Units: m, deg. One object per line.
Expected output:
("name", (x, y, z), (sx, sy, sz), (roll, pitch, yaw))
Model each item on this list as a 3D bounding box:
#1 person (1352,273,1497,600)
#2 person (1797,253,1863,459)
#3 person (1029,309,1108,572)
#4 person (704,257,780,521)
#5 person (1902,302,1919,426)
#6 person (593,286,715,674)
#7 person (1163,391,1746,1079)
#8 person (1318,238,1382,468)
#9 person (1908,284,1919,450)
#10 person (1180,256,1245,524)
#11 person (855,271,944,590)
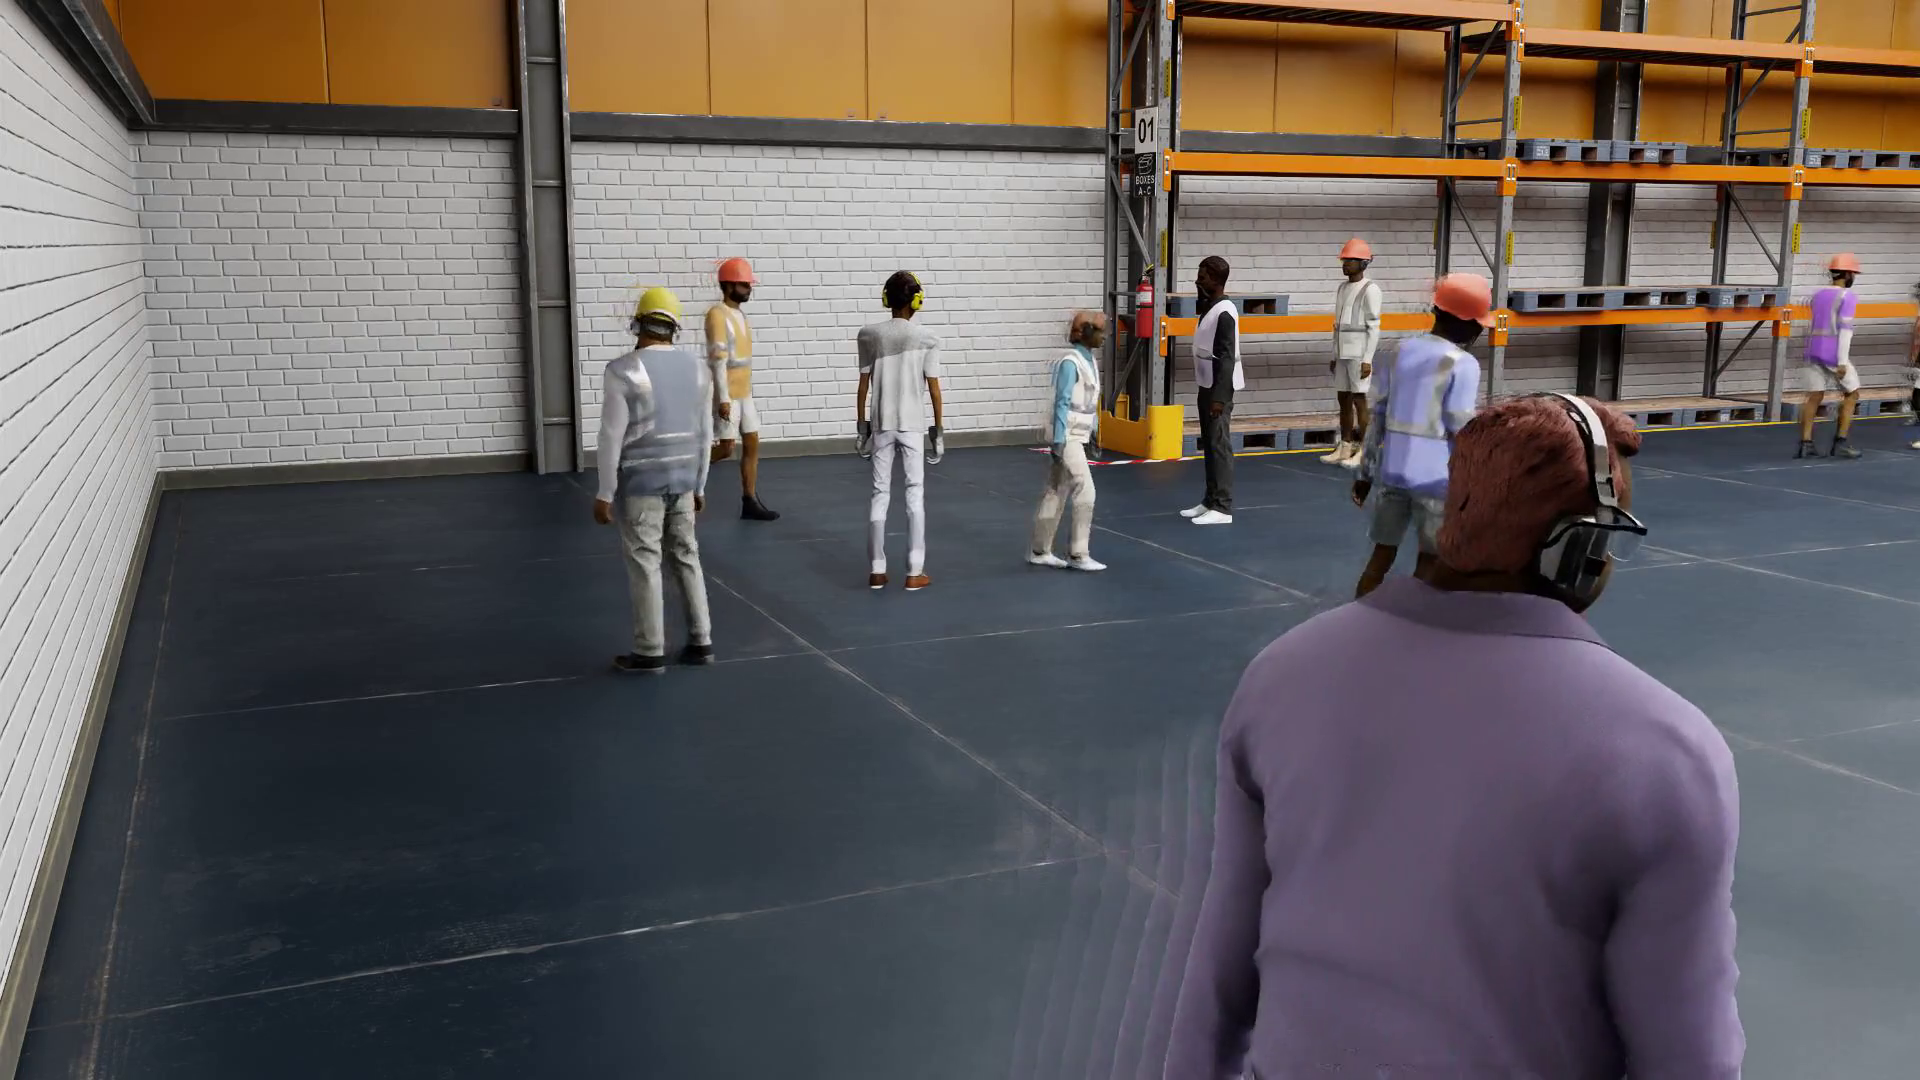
("person", (2.081, -0.285, 7.685), (0.485, 1.885, 0.706), (-6, 12, -31))
("person", (8.163, -1.698, 15.460), (0.710, 1.910, 0.563), (-2, 10, -12))
("person", (0.704, -0.604, 10.232), (0.610, 1.608, 0.529), (2, 10, 13))
("person", (-1.722, -1.083, 12.048), (0.750, 1.913, 0.552), (4, 11, 20))
("person", (10.574, -2.074, 17.891), (0.597, 1.808, 0.744), (6, 12, 29))
("person", (-1.430, -0.265, 7.811), (0.407, 1.805, 0.633), (9, 13, 40))
("person", (0.550, 0.755, 2.027), (1.015, 1.859, 0.691), (-8, 13, -37))
("person", (3.515, -1.670, 14.943), (0.366, 2.048, 0.610), (-4, 11, -20))
("person", (9.474, -1.709, 16.238), (0.355, 1.671, 0.603), (9, 14, 41))
("person", (1.841, -1.075, 11.988), (0.391, 1.920, 0.587), (-1, 10, -4))
("person", (-0.354, -0.628, 9.684), (0.529, 1.856, 0.341), (2, 10, 9))
